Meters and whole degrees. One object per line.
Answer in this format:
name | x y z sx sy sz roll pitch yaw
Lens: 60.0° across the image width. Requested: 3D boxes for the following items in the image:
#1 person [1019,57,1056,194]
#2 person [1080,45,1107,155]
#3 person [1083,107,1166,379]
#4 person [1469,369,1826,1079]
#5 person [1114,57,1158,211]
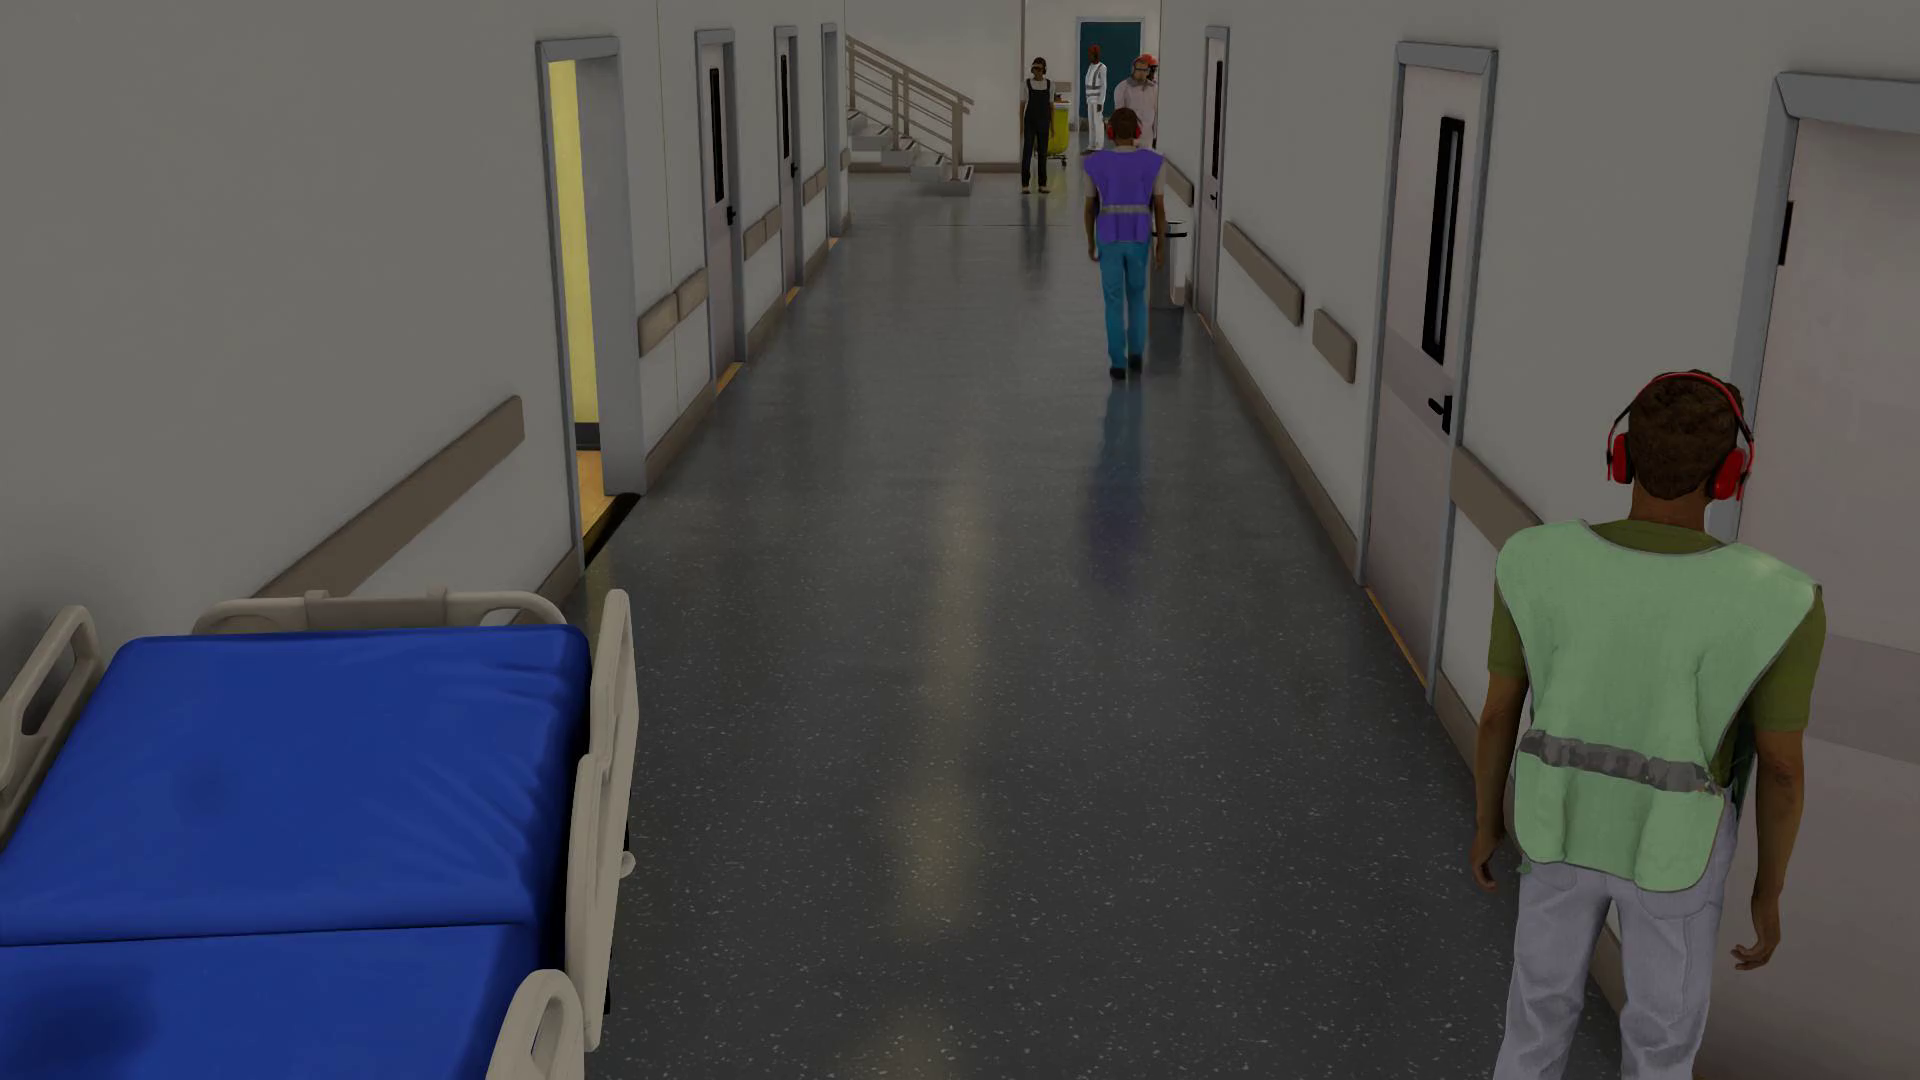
person | 1.072 -5.728 23.016 0.506 1.842 0.348 -3 18 -11
person | 2.343 -7.628 28.917 0.353 1.886 0.573 -7 19 -20
person | 1.113 -2.054 11.510 0.564 1.816 0.654 -1 18 -3
person | 1.247 0.597 3.141 0.574 1.841 0.374 11 21 31
person | 2.233 -5.076 20.877 0.643 1.902 0.400 -9 20 -26
